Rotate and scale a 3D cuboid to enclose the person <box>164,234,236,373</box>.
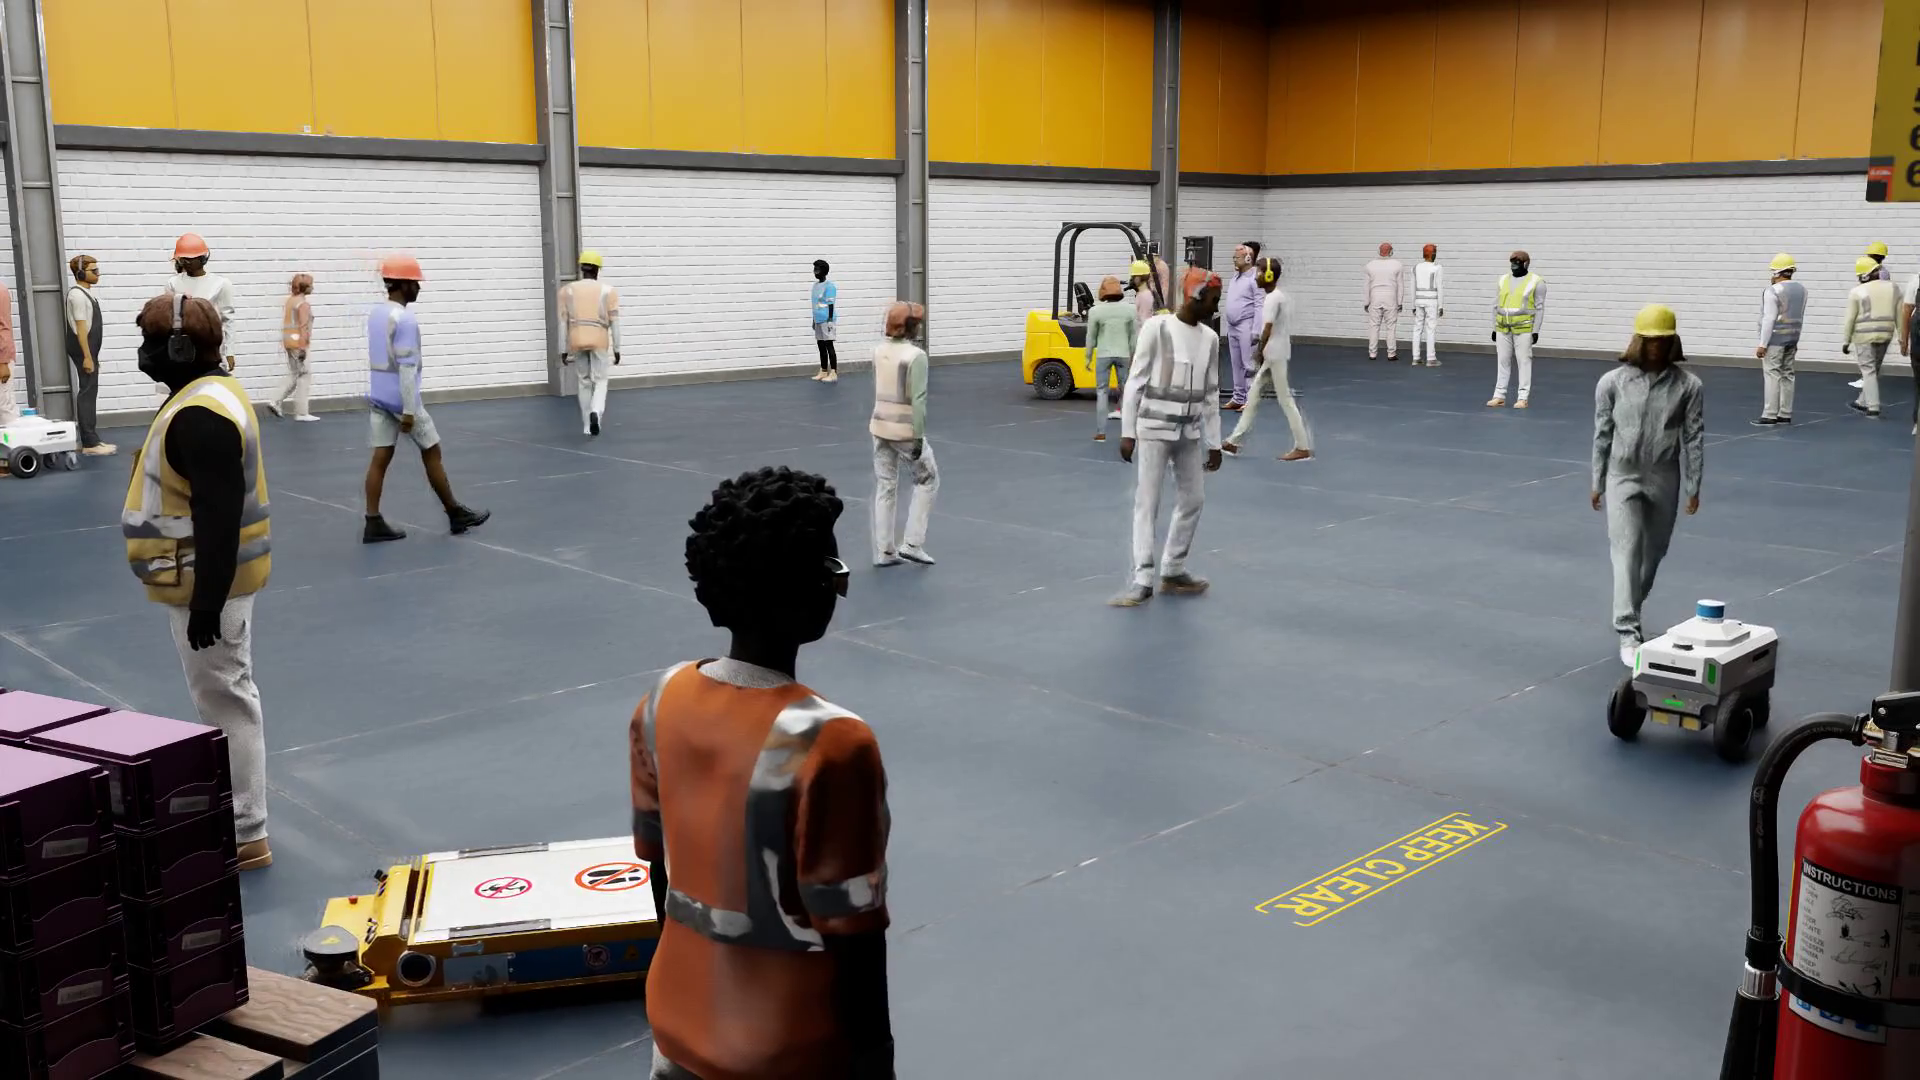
[{"bbox_3d":[-6.755,-1.691,14.788,0.605,2.033,0.392,-1,10,-3],"label":"person"}]

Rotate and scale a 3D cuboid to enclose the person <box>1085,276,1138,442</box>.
[{"bbox_3d":[1.492,-1.770,16.334,0.514,1.629,0.298,-1,10,-5],"label":"person"}]

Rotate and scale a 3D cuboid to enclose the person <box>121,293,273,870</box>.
[{"bbox_3d":[-2.415,0.144,5.303,0.429,1.842,0.636,-4,11,-23],"label":"person"}]

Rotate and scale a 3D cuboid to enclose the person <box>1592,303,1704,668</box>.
[{"bbox_3d":[3.317,-0.299,8.080,0.495,1.713,0.837,2,11,10],"label":"person"}]

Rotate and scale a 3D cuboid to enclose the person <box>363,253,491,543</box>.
[{"bbox_3d":[-3.642,-0.950,11.111,0.571,1.892,0.934,9,14,41],"label":"person"}]

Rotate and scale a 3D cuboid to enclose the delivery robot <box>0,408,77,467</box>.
[{"bbox_3d":[-7.888,-0.874,14.109,0.477,0.478,0.707,5,11,23],"label":"delivery robot"}]

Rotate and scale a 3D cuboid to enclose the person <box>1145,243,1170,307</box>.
[{"bbox_3d":[3.033,-3.775,26.499,0.407,1.905,0.655,-6,12,-31],"label":"person"}]

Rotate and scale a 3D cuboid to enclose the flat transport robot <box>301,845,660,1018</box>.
[{"bbox_3d":[-1.052,1.046,4.672,1.431,0.197,0.652,-3,11,-14],"label":"flat transport robot"}]

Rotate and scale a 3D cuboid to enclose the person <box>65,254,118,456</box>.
[{"bbox_3d":[-8.038,-1.701,15.352,0.350,1.846,0.506,-4,11,-21],"label":"person"}]

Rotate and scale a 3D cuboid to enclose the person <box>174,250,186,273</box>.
[{"bbox_3d":[-7.259,-1.831,15.807,0.366,1.938,0.630,3,11,14],"label":"person"}]

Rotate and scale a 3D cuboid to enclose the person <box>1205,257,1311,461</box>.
[{"bbox_3d":[2.724,-1.608,14.934,0.975,1.820,0.540,1,10,7],"label":"person"}]

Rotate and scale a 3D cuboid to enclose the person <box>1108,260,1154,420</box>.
[{"bbox_3d":[1.846,-2.130,17.962,0.693,1.745,0.552,-1,10,-3],"label":"person"}]

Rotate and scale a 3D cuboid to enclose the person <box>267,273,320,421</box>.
[{"bbox_3d":[-7.238,-2.084,18.056,0.503,1.614,0.536,-8,13,-38],"label":"person"}]

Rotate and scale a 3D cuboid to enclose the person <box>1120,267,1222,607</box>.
[{"bbox_3d":[1.138,-0.561,9.148,0.694,1.852,0.348,-7,12,-33],"label":"person"}]

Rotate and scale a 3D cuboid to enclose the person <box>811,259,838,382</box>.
[{"bbox_3d":[-1.889,-3.032,23.034,0.319,1.691,0.535,-7,12,-33],"label":"person"}]

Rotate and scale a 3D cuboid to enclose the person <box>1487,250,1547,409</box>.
[{"bbox_3d":[6.524,-2.467,19.542,0.430,1.845,0.619,-10,14,-43],"label":"person"}]

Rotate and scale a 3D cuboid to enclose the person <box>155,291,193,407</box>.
[{"bbox_3d":[-5.544,-0.948,11.833,0.311,1.631,0.506,-4,11,-22],"label":"person"}]

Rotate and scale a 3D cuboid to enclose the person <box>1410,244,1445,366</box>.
[{"bbox_3d":[7.267,-3.645,25.853,0.355,1.882,0.576,-9,14,-41],"label":"person"}]

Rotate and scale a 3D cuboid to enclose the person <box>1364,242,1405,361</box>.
[{"bbox_3d":[6.875,-3.861,26.960,0.639,1.911,0.402,5,12,26],"label":"person"}]

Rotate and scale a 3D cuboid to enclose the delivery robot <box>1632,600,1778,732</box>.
[{"bbox_3d":[3.005,0.486,6.694,0.477,0.478,0.707,10,15,44],"label":"delivery robot"}]

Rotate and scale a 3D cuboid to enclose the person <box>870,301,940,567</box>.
[{"bbox_3d":[-0.342,-0.636,10.143,0.426,1.623,0.529,-10,14,-43],"label":"person"}]

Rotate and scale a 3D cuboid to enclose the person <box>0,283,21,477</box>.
[{"bbox_3d":[-8.191,-1.525,14.014,0.614,1.987,0.407,7,12,33],"label":"person"}]

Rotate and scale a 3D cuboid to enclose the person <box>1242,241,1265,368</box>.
[{"bbox_3d":[3.884,-2.978,22.021,0.435,1.955,0.599,0,10,-2],"label":"person"}]

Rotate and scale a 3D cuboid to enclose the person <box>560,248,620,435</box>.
[{"bbox_3d":[-3.720,-1.969,16.693,0.596,1.903,0.685,0,10,0],"label":"person"}]

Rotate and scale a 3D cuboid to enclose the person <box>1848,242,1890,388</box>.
[{"bbox_3d":[12.115,-2.981,22.098,0.352,1.930,0.594,4,11,19],"label":"person"}]

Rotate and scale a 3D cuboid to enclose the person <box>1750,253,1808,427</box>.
[{"bbox_3d":[8.659,-2.109,17.611,0.592,1.832,0.404,-5,12,-27],"label":"person"}]

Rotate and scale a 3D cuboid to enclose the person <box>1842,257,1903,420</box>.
[{"bbox_3d":[10.115,-2.249,18.534,0.653,1.773,0.821,-1,10,-3],"label":"person"}]

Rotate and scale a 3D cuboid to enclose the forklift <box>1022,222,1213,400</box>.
[{"bbox_3d":[1.935,-2.847,20.651,2.313,2.155,1.214,2,11,13],"label":"forklift"}]

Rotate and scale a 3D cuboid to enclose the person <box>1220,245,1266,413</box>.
[{"bbox_3d":[3.238,-2.418,19.099,0.403,1.906,0.651,-4,11,-21],"label":"person"}]

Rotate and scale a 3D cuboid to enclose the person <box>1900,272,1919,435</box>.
[{"bbox_3d":[9.831,-2.054,16.742,0.705,2.000,0.535,9,14,42],"label":"person"}]

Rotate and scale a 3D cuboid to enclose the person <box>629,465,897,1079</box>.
[{"bbox_3d":[-0.280,0.736,2.468,0.322,1.697,0.533,-9,14,-42],"label":"person"}]
